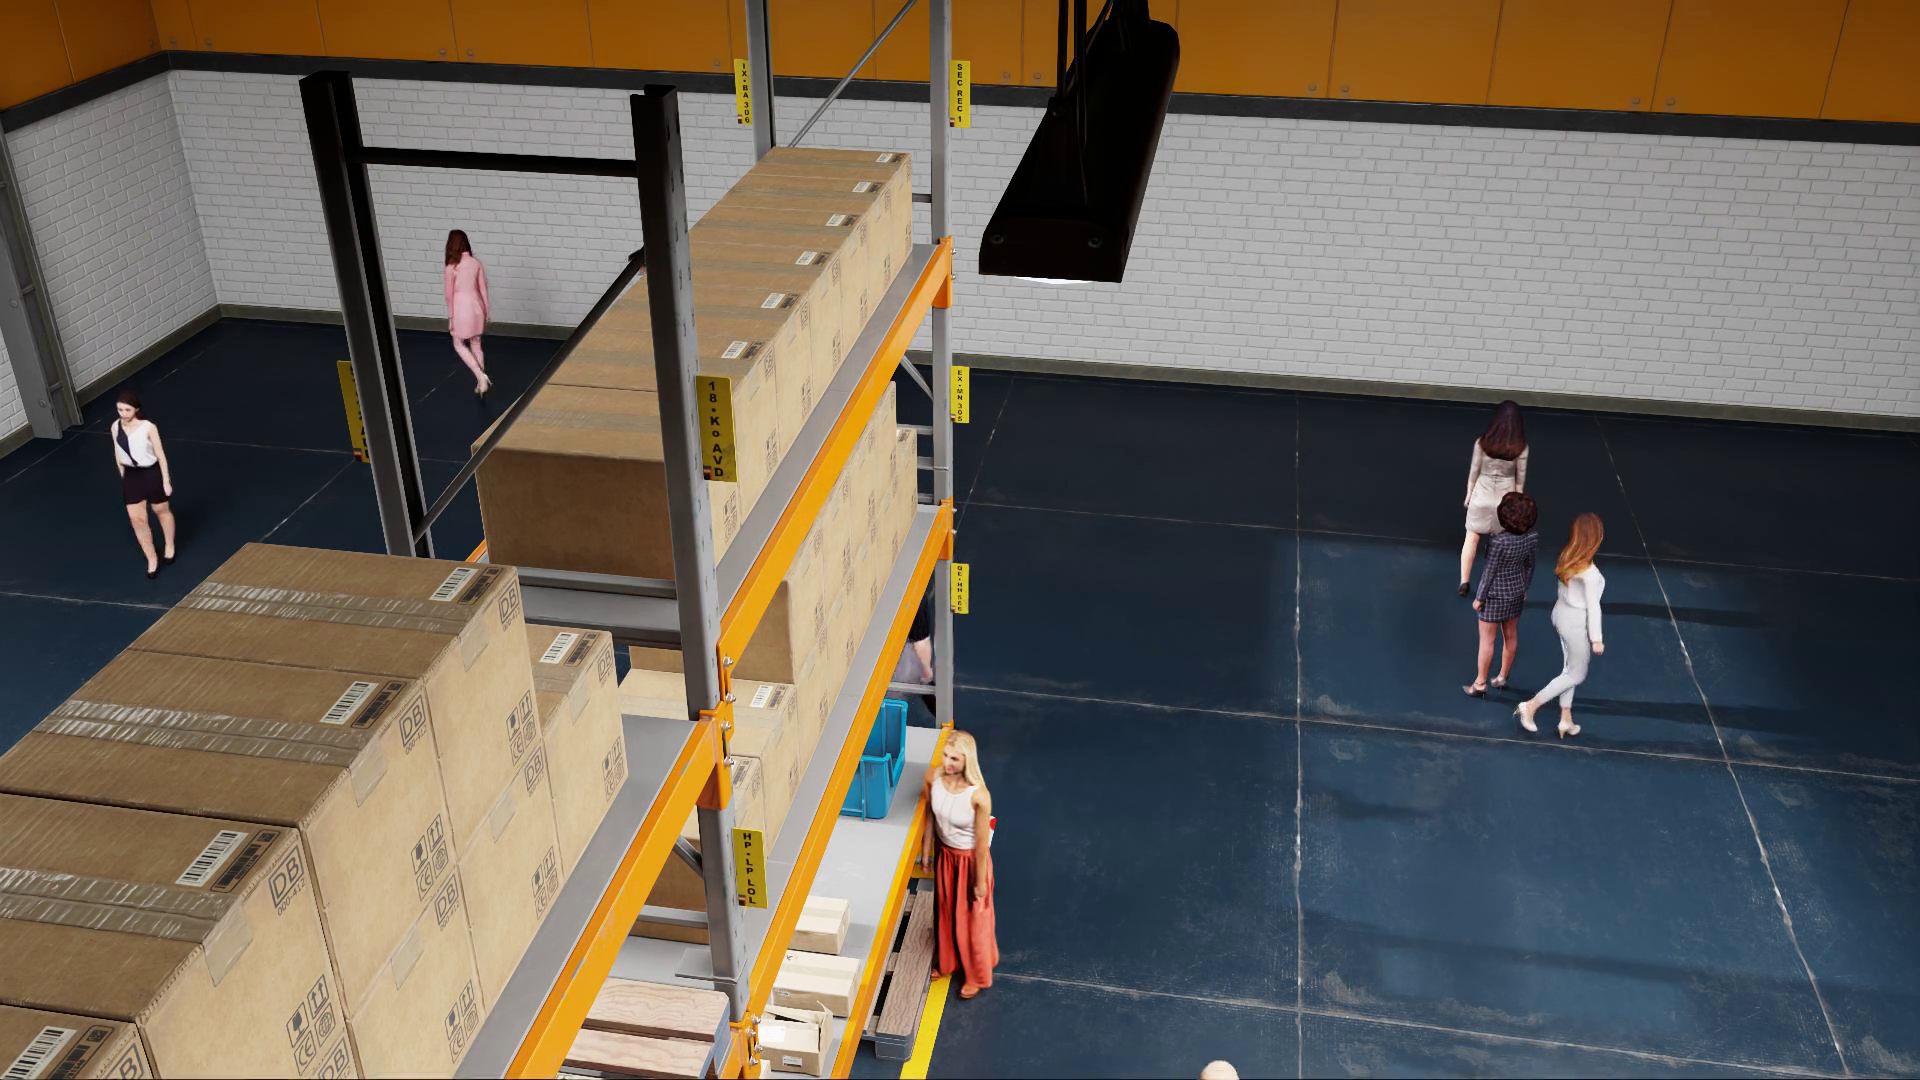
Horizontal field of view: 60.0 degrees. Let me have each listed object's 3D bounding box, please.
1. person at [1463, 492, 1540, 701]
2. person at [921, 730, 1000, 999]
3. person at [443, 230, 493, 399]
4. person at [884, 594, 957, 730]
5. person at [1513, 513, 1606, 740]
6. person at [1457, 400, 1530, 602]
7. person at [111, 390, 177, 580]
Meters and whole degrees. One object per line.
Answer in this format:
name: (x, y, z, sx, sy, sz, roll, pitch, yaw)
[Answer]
person: (3.965, 0.413, 12.139, 0.703, 1.702, 0.715, -10, 30, -18)
person: (0.008, 1.825, 9.449, 0.722, 1.800, 0.745, 21, 35, 34)
person: (-4.974, -2.249, 16.932, 0.830, 1.786, 0.886, -23, 36, -35)
person: (-0.275, 0.795, 11.432, 1.061, 1.708, 1.148, -9, 30, -16)
person: (4.251, 0.645, 11.675, 0.832, 1.738, 0.753, 1, 29, 3)
person: (4.296, -0.304, 13.410, 0.608, 1.743, 0.565, 9, 30, 16)
person: (-6.783, -0.522, 13.930, 0.693, 1.628, 0.799, -2, 29, -4)
